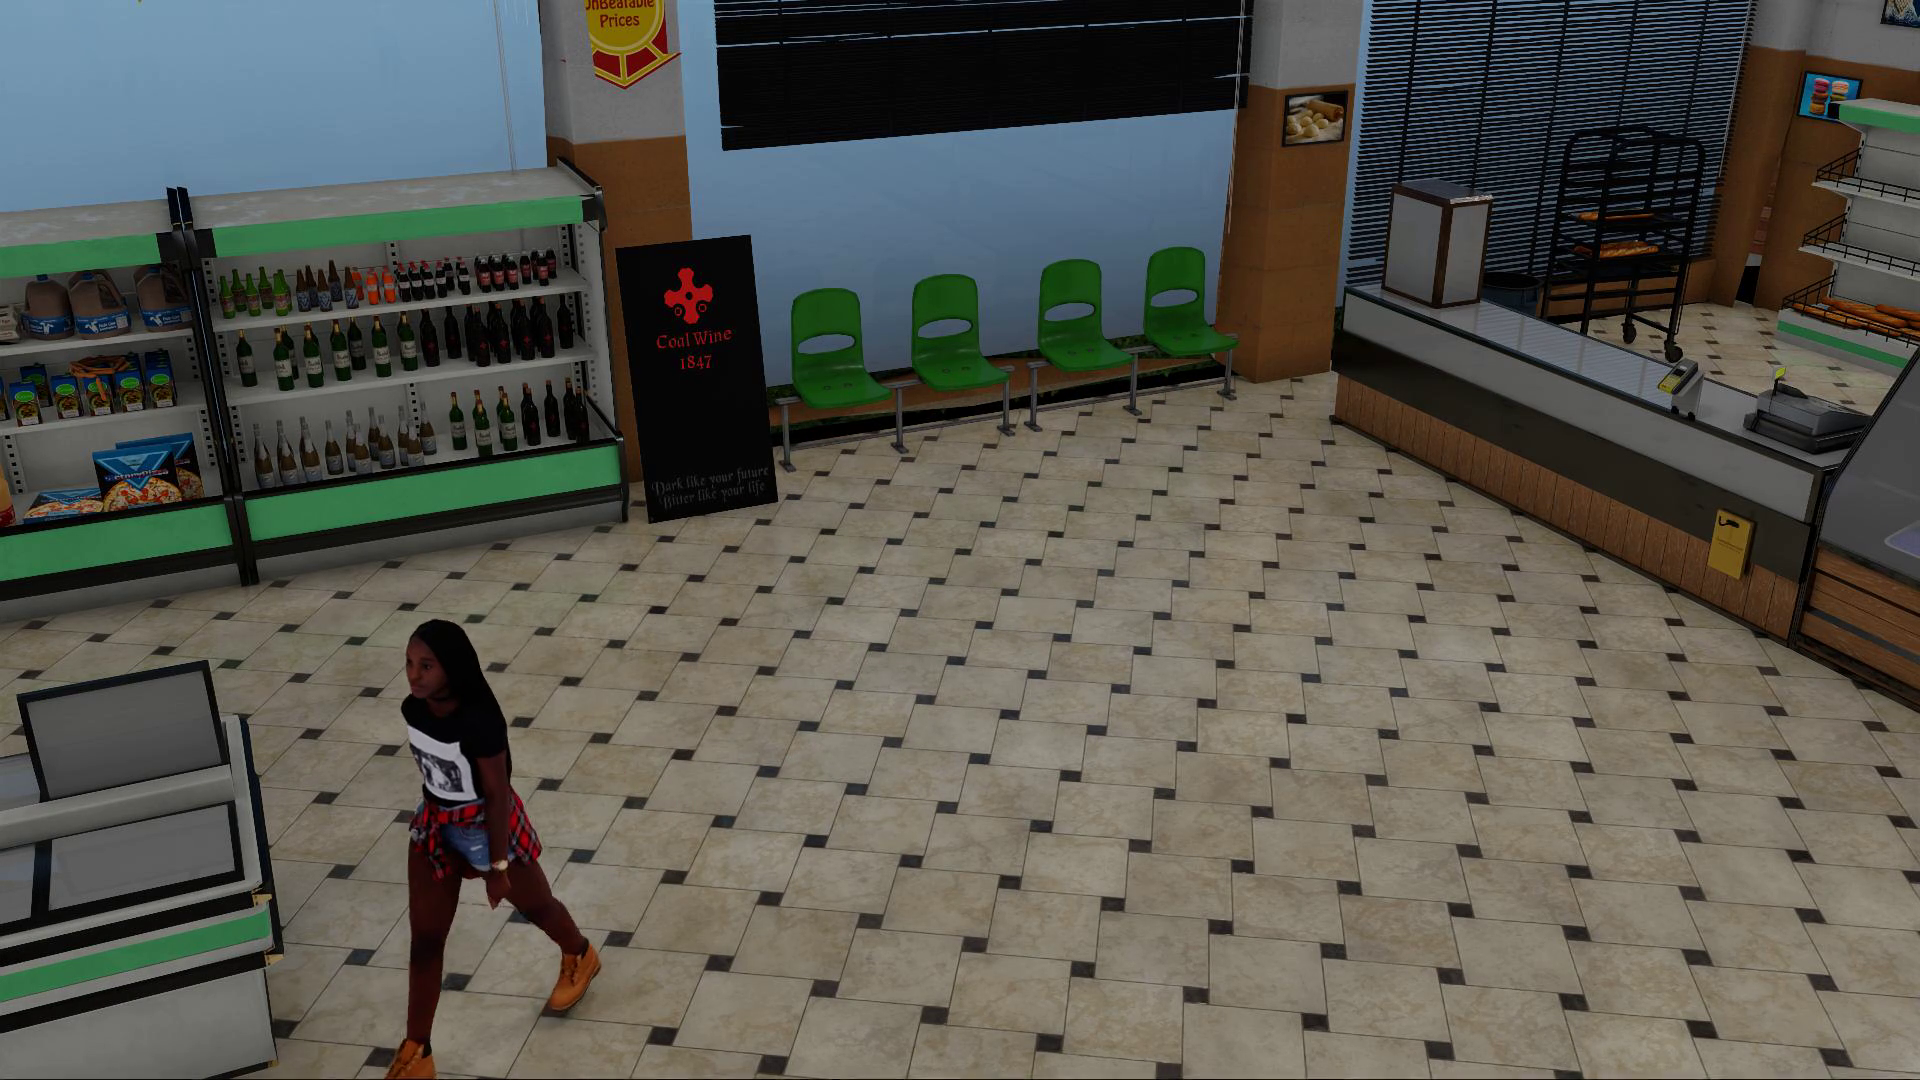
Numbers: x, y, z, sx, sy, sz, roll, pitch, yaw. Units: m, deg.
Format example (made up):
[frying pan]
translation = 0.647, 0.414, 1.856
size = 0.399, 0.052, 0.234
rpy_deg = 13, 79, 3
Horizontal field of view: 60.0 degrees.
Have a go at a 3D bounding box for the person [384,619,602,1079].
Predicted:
[person]
translation = -1.586, 1.028, 5.694
size = 1.109, 1.669, 1.267
rpy_deg = 12, 26, 25
